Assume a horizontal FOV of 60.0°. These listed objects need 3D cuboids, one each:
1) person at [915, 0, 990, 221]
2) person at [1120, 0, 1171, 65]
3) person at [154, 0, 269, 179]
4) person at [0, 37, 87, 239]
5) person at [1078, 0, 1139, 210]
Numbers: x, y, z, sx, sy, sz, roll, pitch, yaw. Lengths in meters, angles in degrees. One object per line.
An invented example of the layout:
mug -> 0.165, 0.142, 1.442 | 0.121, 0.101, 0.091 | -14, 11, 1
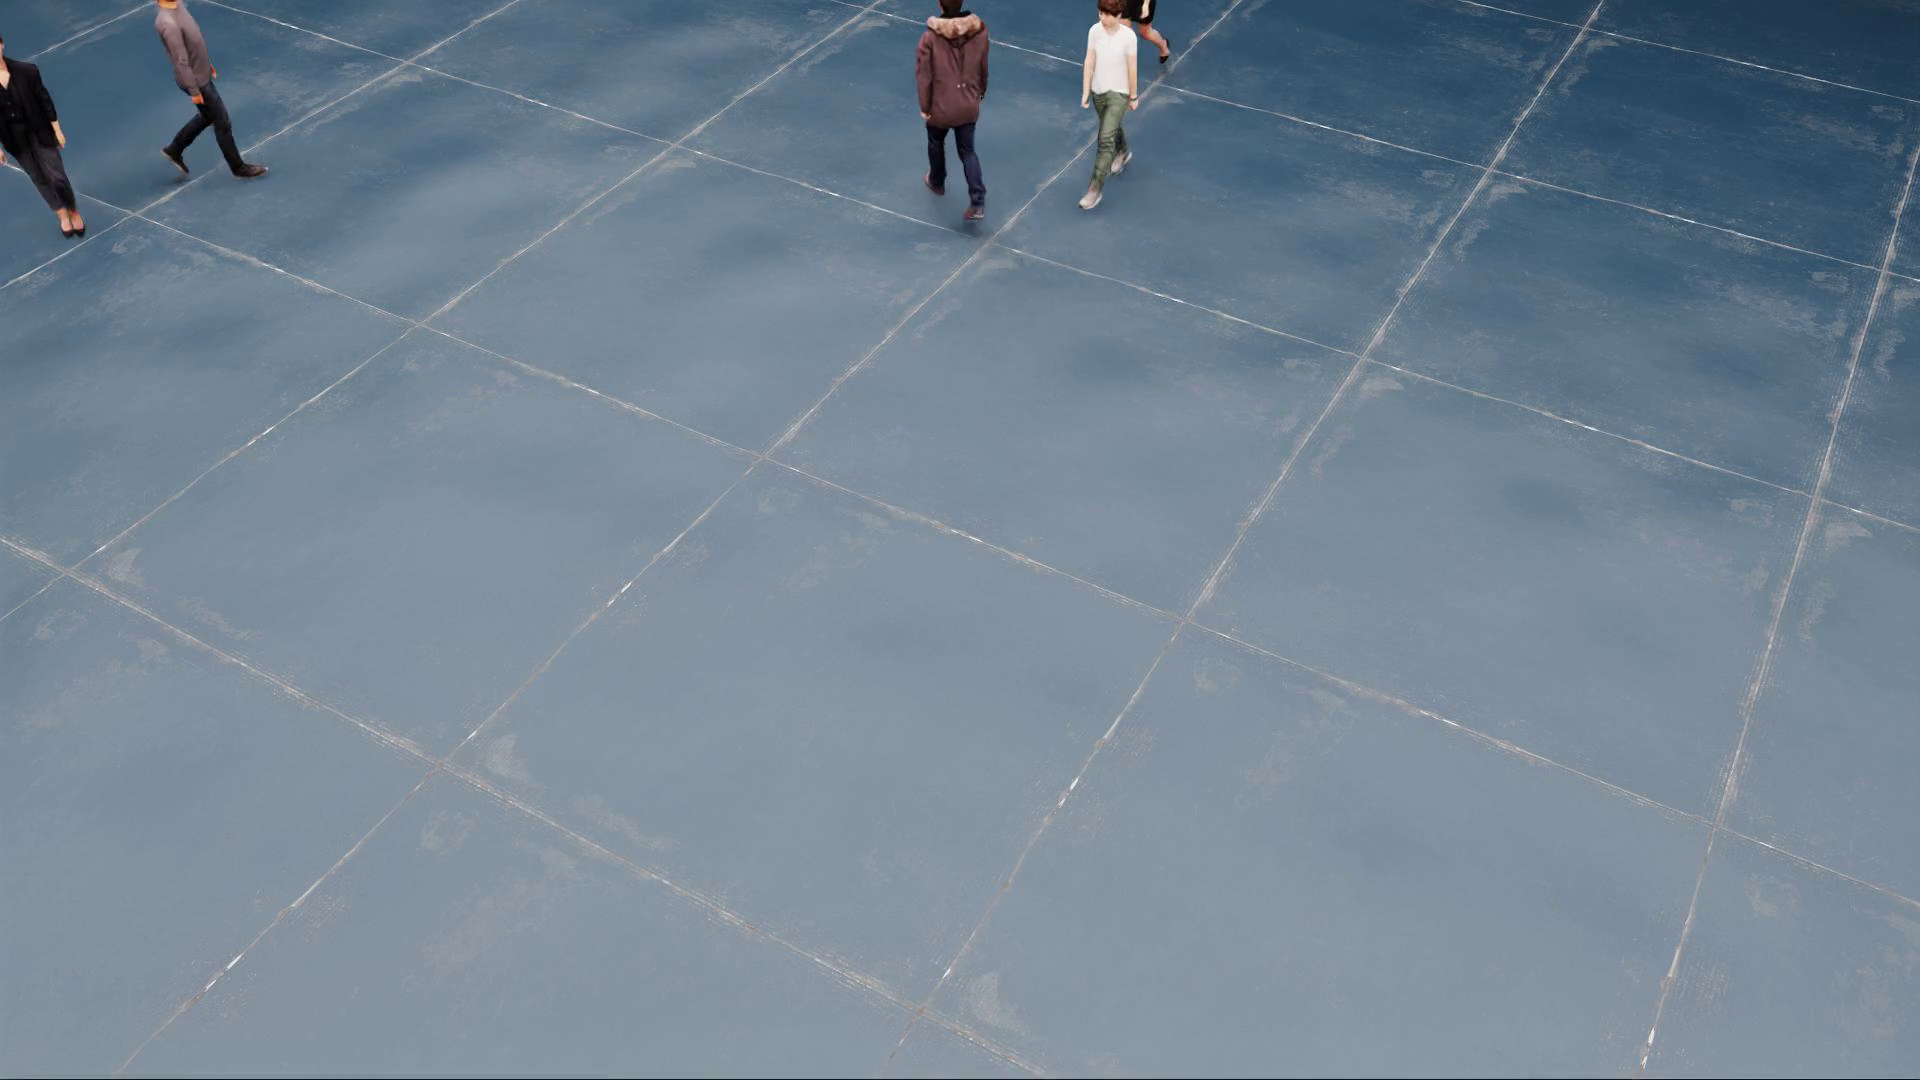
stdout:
person -> -0.016, -3.225, 12.432 | 1.239, 1.809, 1.244 | -14, 44, -15
person -> 1.569, -4.616, 14.101 | 1.043, 1.624, 0.726 | -33, 52, -31
person -> -5.986, -3.571, 12.856 | 1.091, 1.752, 1.020 | 28, 49, 27
person -> -6.883, -3.018, 12.282 | 0.764, 1.704, 0.828 | -12, 44, -13
person -> 1.191, -3.465, 12.848 | 0.576, 1.605, 1.135 | 22, 47, 23
